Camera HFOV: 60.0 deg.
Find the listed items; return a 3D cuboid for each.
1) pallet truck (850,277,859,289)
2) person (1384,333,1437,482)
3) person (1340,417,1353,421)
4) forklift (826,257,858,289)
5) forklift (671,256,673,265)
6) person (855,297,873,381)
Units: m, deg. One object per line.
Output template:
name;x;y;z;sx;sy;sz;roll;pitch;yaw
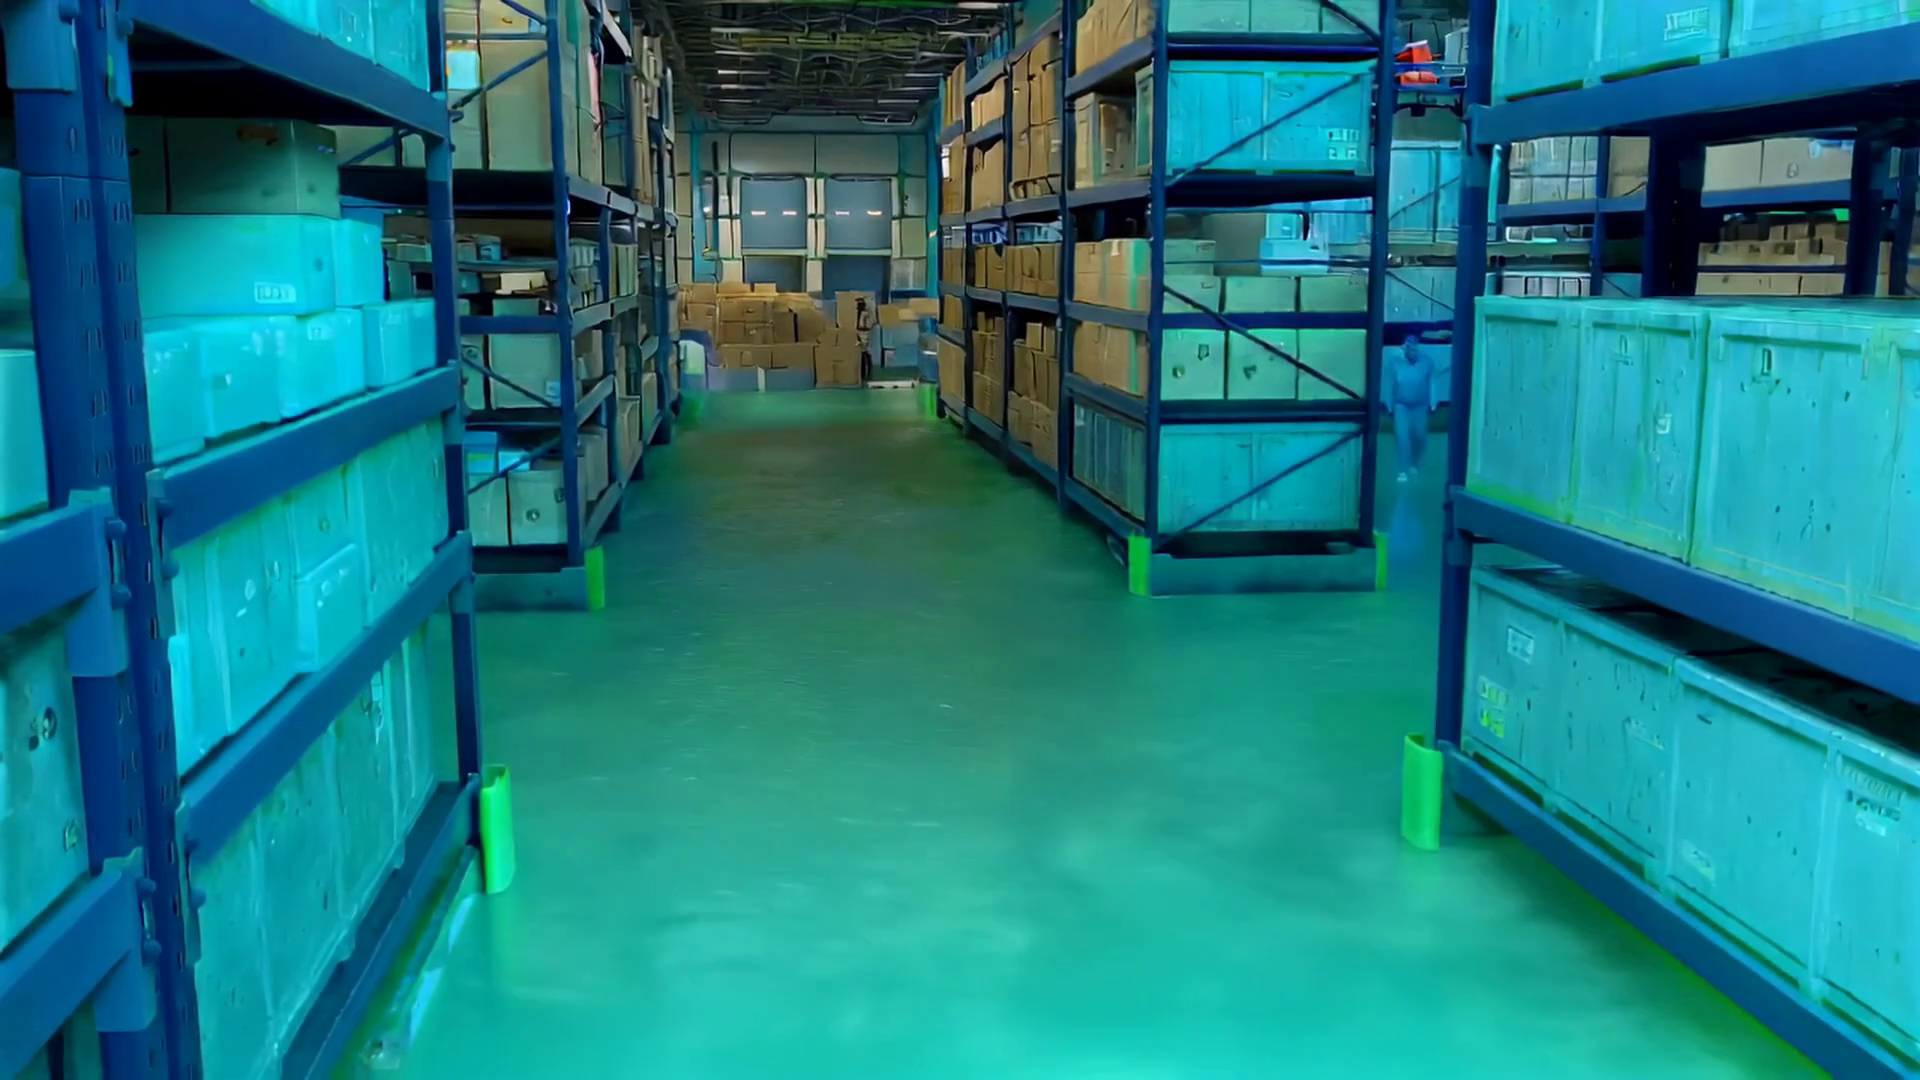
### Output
pallet truck;-3.782;-9.391;65.808;1.885;1.965;0.823;2;10;10
person;5.758;-1.695;21.299;0.656;1.898;0.521;2;10;9
person;4.061;-1.058;18.162;0.319;1.695;0.539;-8;13;-39
forklift;-3.358;-6.666;47.375;1.129;2.768;1.873;-1;10;-7
forklift;-10.987;-9.066;61.344;1.129;2.768;1.873;-1;10;-7
person;-2.211;-4.595;38.061;0.379;1.937;0.547;-6;12;-33
